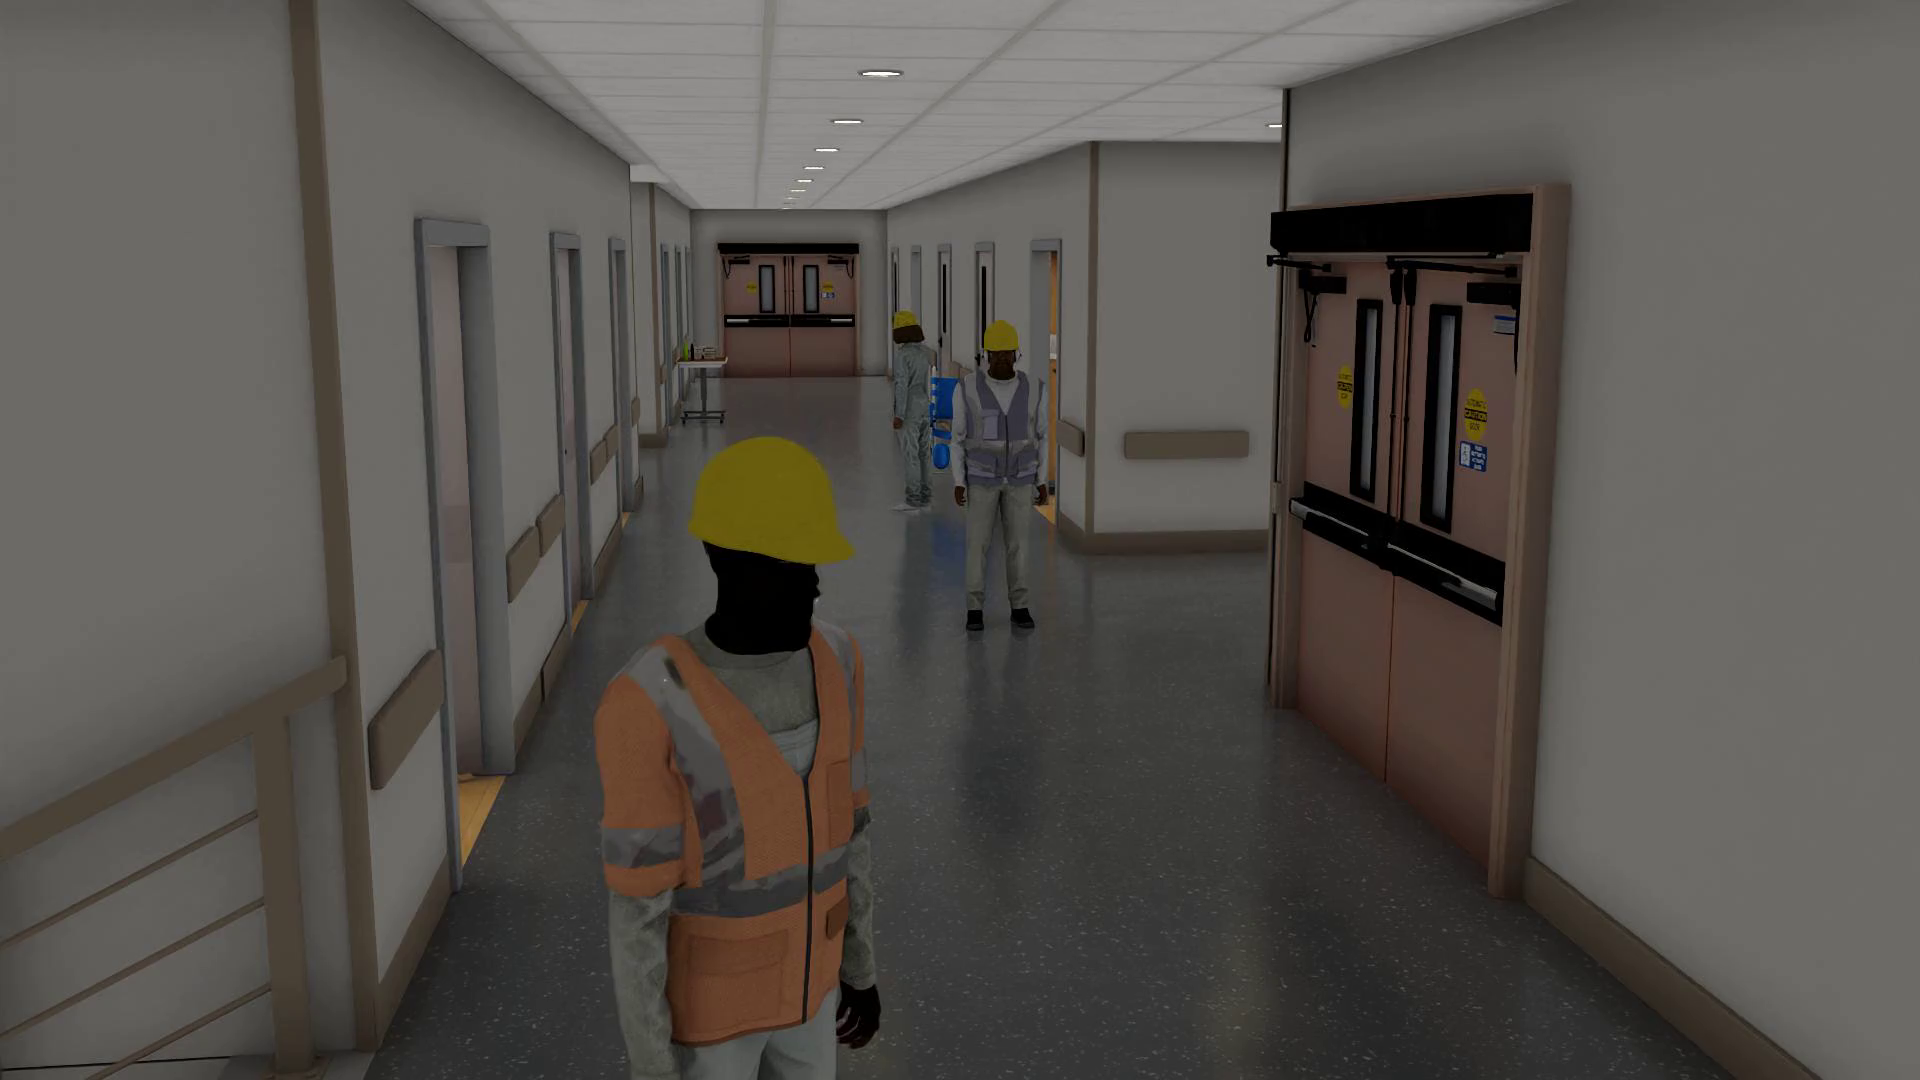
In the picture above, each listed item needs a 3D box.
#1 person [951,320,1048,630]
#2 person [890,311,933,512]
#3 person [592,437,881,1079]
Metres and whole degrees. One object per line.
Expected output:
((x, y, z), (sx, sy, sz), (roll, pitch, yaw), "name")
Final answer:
((0.241, -0.380, 9.850), (0.592, 1.833, 0.404), (-2, 10, -10), "person")
((-0.442, -1.104, 14.355), (0.321, 1.734, 0.485), (5, 11, 29), "person")
((-0.346, 0.774, 2.892), (0.397, 1.920, 0.586), (7, 12, 37), "person")
